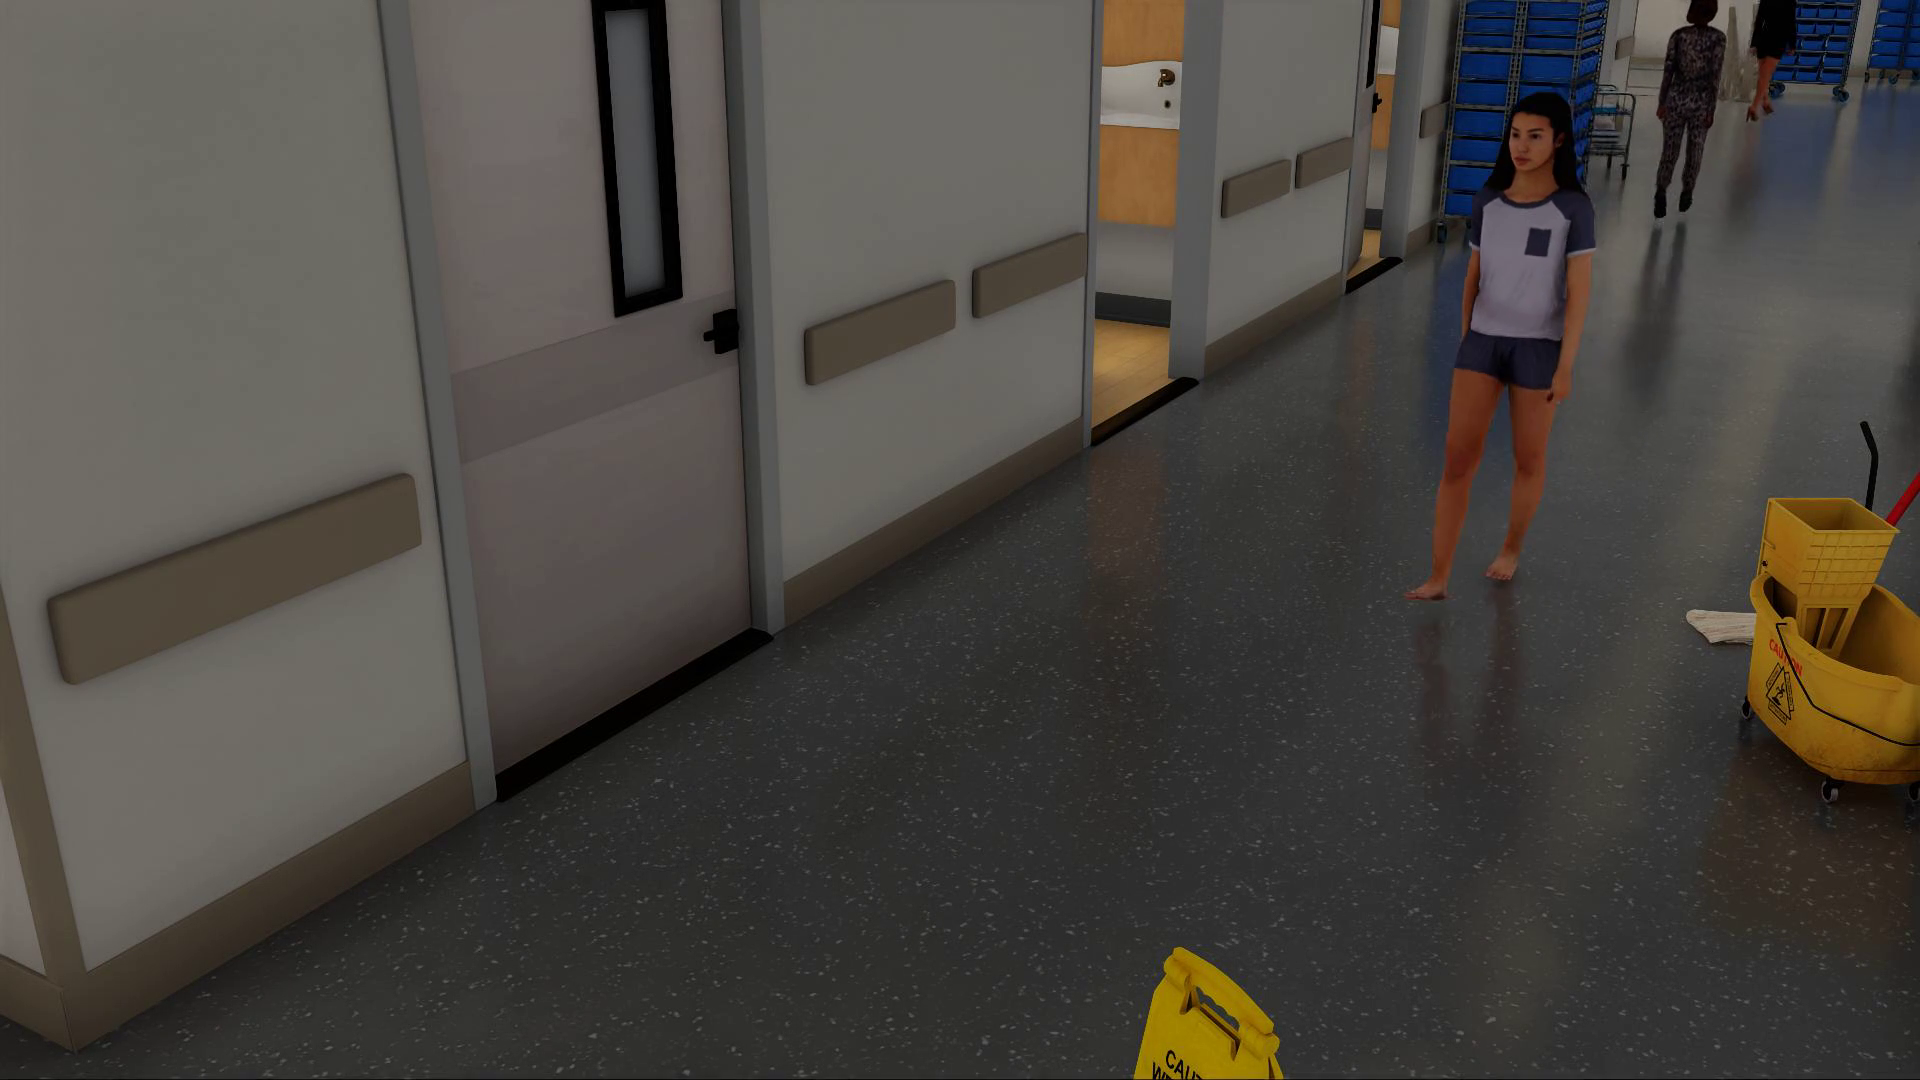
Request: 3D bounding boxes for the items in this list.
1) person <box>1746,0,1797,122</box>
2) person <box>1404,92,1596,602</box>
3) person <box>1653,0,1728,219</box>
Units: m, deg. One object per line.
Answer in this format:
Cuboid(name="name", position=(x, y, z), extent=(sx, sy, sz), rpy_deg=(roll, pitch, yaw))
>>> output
Cuboid(name="person", position=(9.067, -5.504, 18.668), extent=(1.013, 1.609, 0.785), rpy_deg=(-17, 26, -37))
Cuboid(name="person", position=(1.935, -0.637, 5.688), extent=(0.676, 1.701, 1.010), rpy_deg=(14, 25, 33))
Cuboid(name="person", position=(5.518, -3.268, 12.670), extent=(0.608, 1.675, 1.141), rpy_deg=(12, 24, 29))
